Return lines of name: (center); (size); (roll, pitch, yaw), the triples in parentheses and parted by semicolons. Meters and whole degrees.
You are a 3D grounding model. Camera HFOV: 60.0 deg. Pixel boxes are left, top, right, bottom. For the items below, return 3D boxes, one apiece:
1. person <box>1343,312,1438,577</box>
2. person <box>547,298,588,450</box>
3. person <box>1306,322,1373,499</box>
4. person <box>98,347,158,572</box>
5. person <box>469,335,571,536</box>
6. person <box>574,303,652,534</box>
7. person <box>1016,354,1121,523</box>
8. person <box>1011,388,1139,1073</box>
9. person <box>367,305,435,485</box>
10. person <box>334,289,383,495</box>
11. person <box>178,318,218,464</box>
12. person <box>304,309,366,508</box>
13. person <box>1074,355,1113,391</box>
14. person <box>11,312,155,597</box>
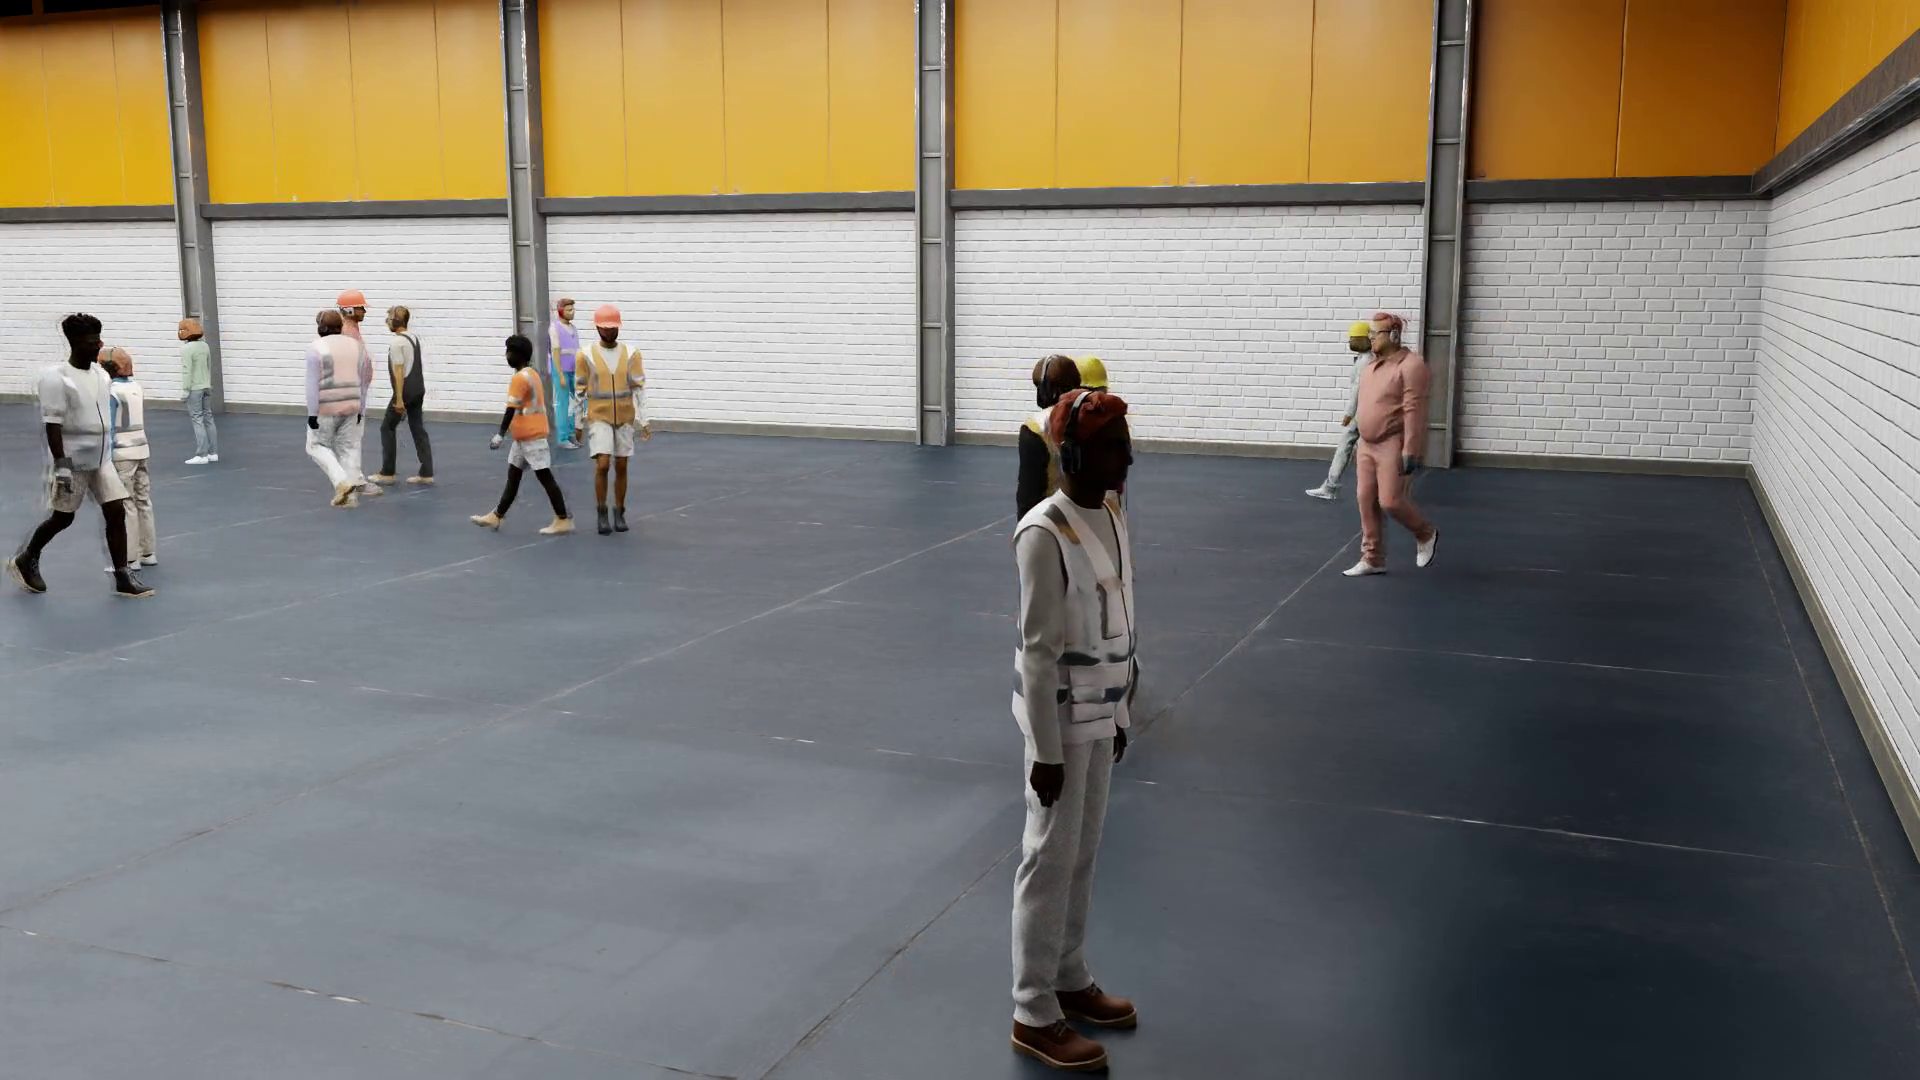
person: (3.086, -0.671, 11.846); (0.598, 1.895, 0.647); (-5, 10, -26)
person: (-4.735, -1.990, 20.044); (0.456, 1.829, 0.576); (4, 10, 21)
person: (3.780, -1.204, 15.671); (0.895, 1.695, 0.501); (1, 9, 6)
person: (-6.081, -0.584, 12.120); (0.312, 1.634, 0.523); (0, 9, 0)
person: (-3.628, -0.846, 13.643); (0.878, 1.645, 0.551); (-1, 9, -8)
person: (-2.869, -0.991, 13.747); (0.575, 1.911, 0.629); (-4, 10, -24)
person: (0.588, 0.022, 7.955); (0.637, 1.811, 0.660); (-8, 12, -39)
person: (0.327, 0.518, 4.678); (0.342, 1.882, 0.579); (4, 10, 24)
person: (-5.700, -1.451, 16.812); (0.787, 1.815, 0.543); (2, 9, 9)
person: (-5.882, -1.435, 16.173); (0.379, 1.996, 0.611); (-4, 10, -25)
person: (-8.589, -1.672, 18.705); (0.270, 1.631, 0.507); (1, 9, 6)
person: (-5.676, -1.180, 15.139); (0.463, 1.833, 0.632); (6, 11, 31)
person: (0.638, -0.068, 8.588); (0.320, 1.768, 0.528); (6, 11, 34)
person: (-5.946, -0.560, 11.115); (0.958, 1.928, 0.609); (3, 10, 15)
